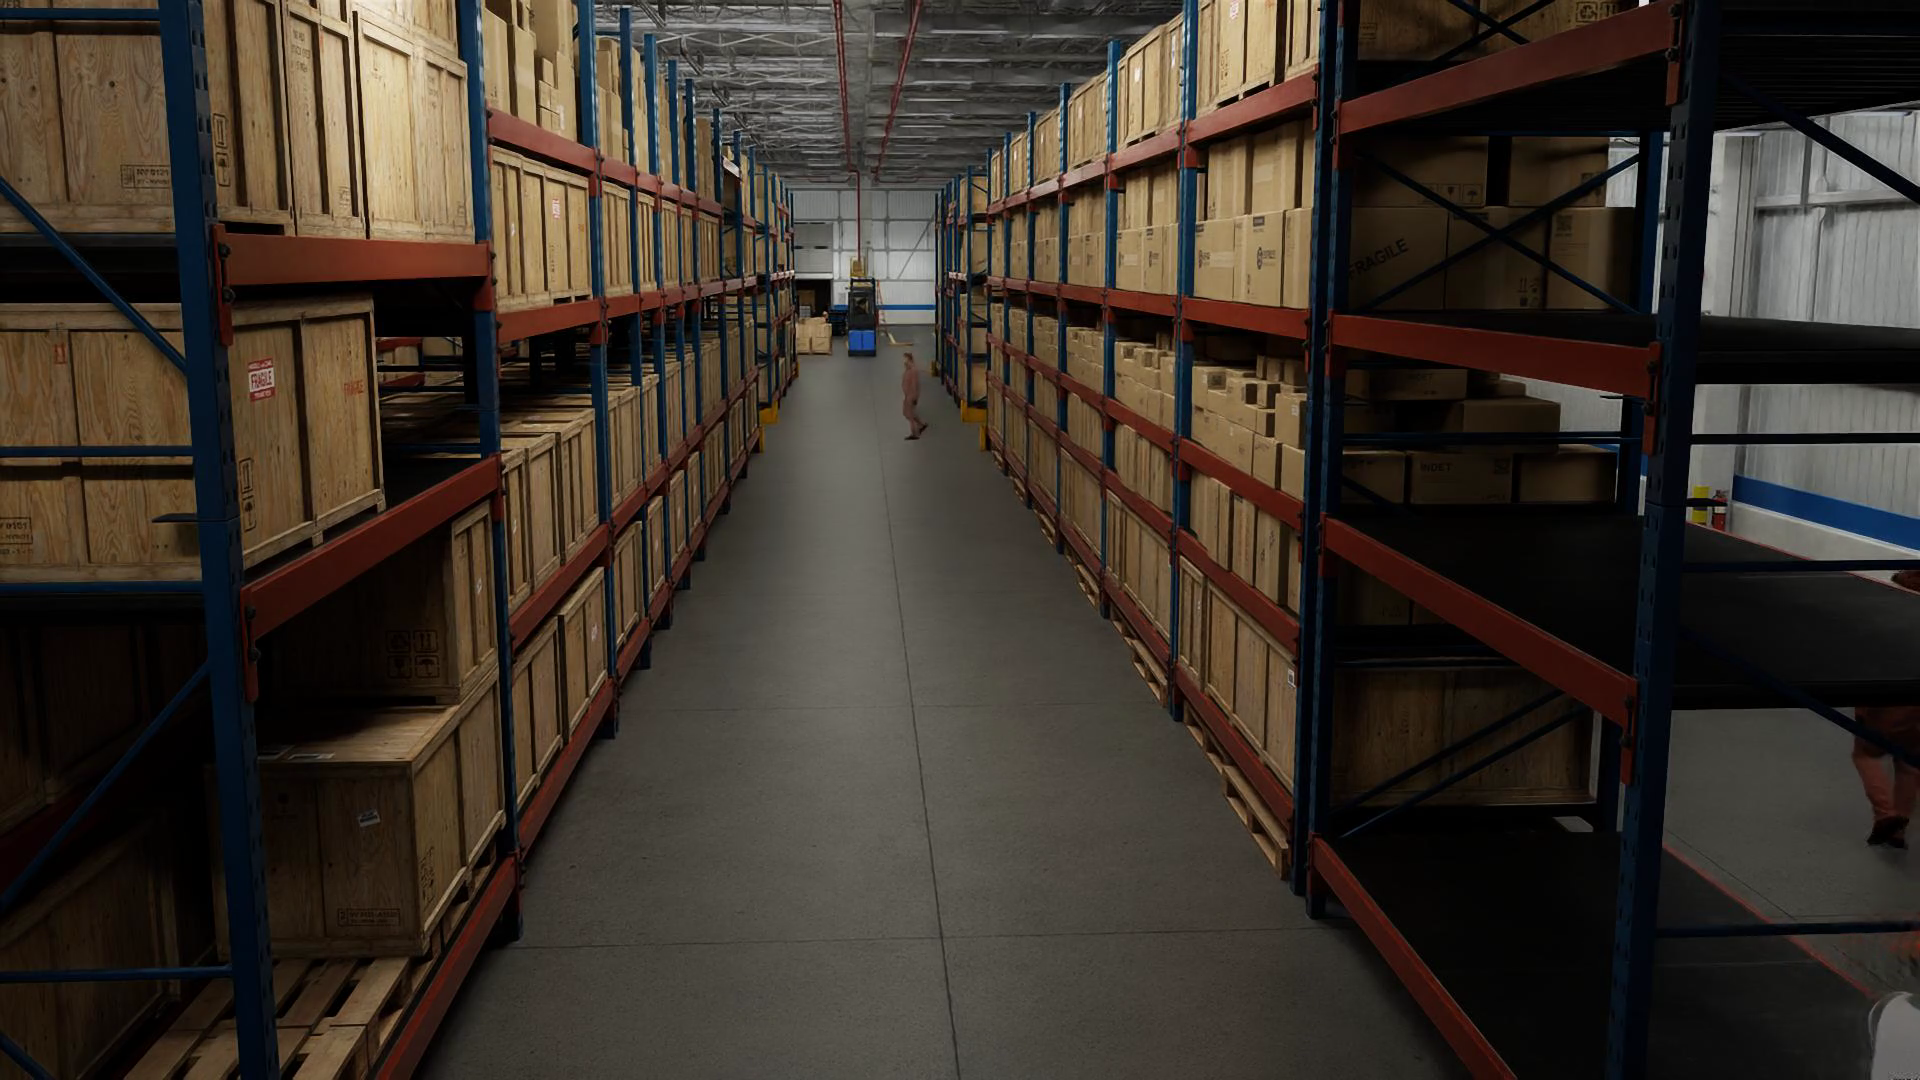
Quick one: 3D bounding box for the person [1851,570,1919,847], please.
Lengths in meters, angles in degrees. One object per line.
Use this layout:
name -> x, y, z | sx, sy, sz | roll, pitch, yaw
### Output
person -> 6.144, 1.097, 10.852 | 0.651, 1.895, 0.490 | 1, 10, 3

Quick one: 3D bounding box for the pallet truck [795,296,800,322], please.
pallet truck -> -8.622, -12.439, 91.403 | 1.885, 1.965, 0.823 | 2, 10, 13

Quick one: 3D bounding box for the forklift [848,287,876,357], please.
forklift -> -3.961, -8.802, 67.045 | 1.129, 2.768, 1.873 | -1, 10, -4

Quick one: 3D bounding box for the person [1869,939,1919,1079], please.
person -> 3.066, 2.040, 5.130 | 0.575, 1.921, 0.570 | -1, 10, -4

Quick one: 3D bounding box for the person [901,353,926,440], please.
person -> -1.029, -3.111, 36.000 | 0.480, 1.884, 0.729 | -2, 10, -12

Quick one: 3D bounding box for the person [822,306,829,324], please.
person -> -6.581, -10.593, 81.265 | 0.322, 1.698, 0.533 | -4, 10, -21
